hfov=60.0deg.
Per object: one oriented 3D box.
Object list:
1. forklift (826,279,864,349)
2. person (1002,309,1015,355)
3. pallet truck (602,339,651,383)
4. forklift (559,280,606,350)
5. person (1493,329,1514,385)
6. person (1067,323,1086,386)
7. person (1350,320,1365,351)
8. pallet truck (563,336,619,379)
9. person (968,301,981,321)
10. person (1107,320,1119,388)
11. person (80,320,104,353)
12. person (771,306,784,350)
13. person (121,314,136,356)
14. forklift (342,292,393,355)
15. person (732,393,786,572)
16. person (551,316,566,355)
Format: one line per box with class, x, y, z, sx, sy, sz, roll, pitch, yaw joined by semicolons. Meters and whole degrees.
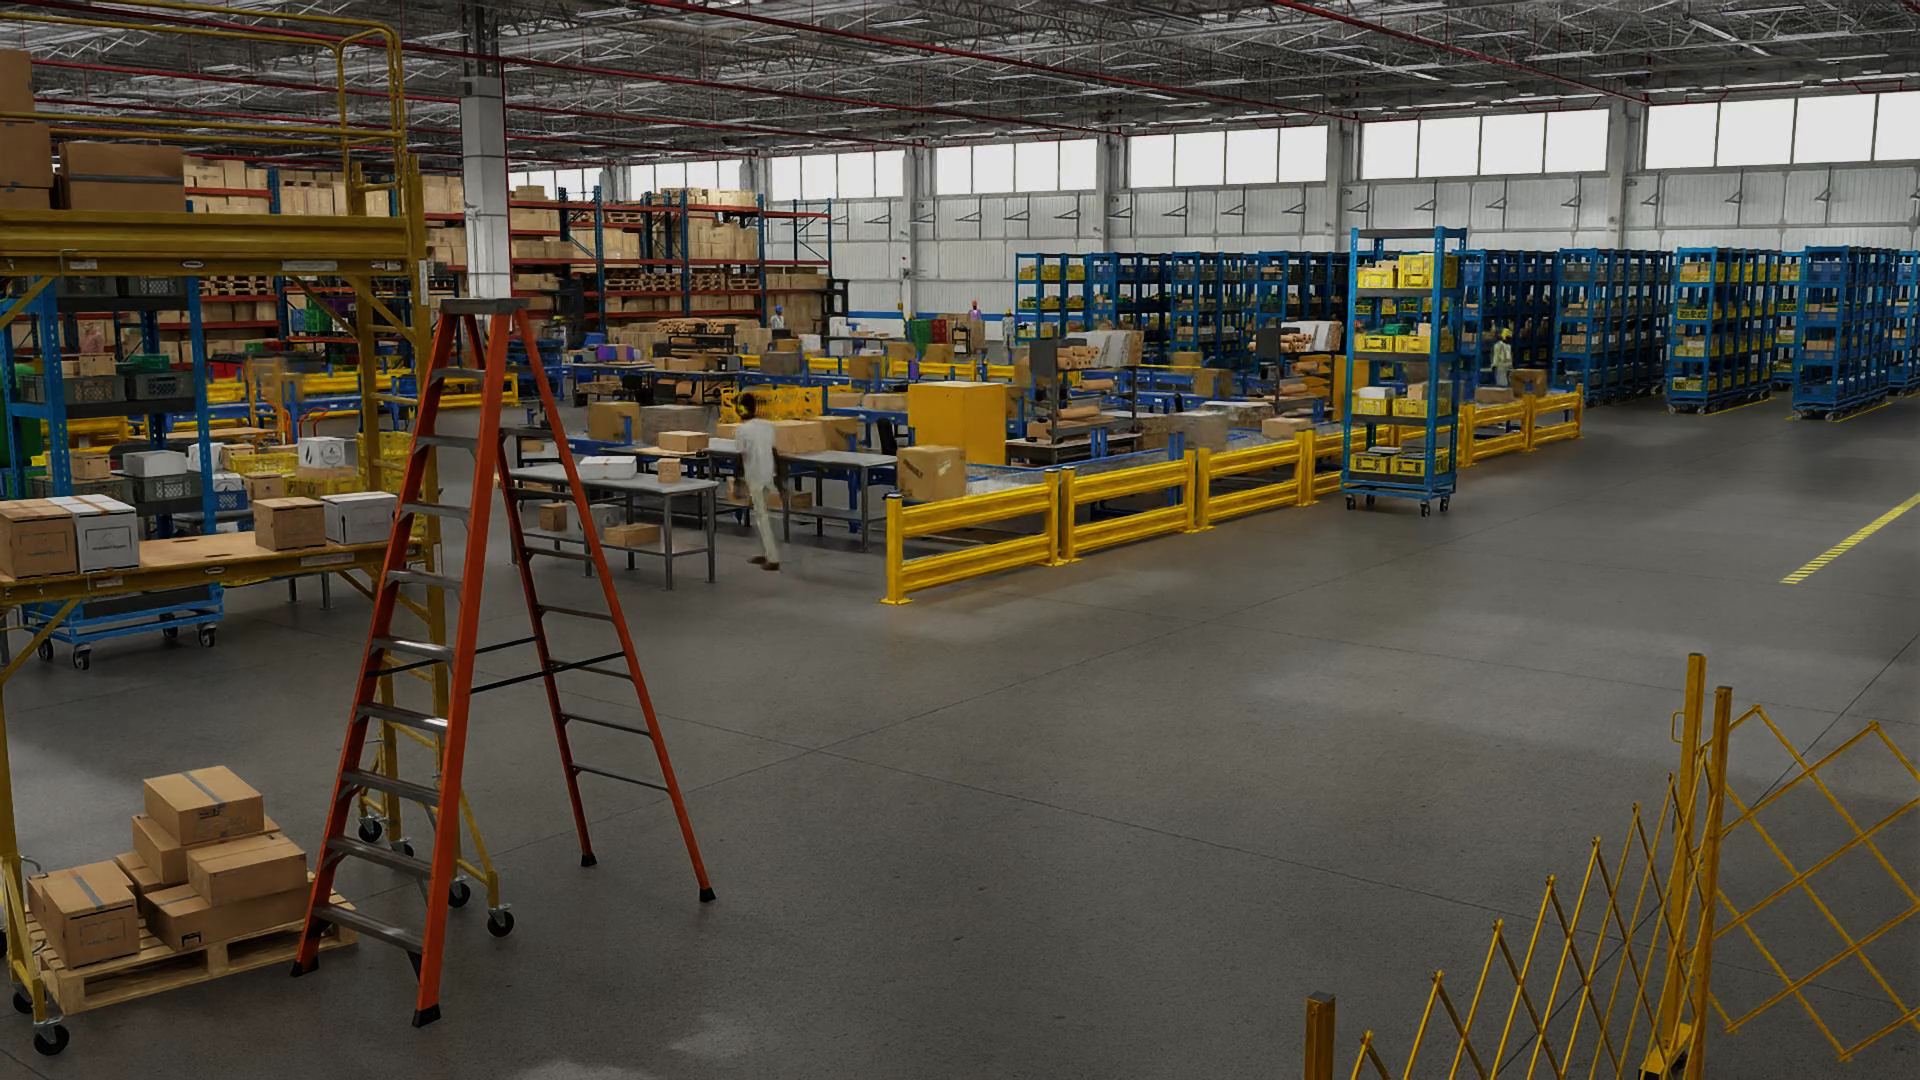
forklift;-4.738;-8.787;64.876;1.129;2.768;1.873;7;11;37
person;1.812;-7.737;61.893;0.485;1.734;0.346;-1;9;-8
pallet truck;-8.991;-4.871;45.351;0.653;1.274;1.630;7;11;37
forklift;-12.476;-6.999;53.716;1.129;2.768;1.873;7;11;37
person;12.340;-3.864;37.552;0.917;1.781;0.614;8;12;40
person;2.954;-4.649;42.465;0.613;1.804;0.751;-2;9;-14
person;9.277;-4.195;39.143;0.651;1.933;1.040;-8;12;-41
pallet truck;-10.690;-5.294;48.215;1.601;1.201;0.680;-5;10;-26
person;0.603;-8.703;67.281;0.553;1.935;0.364;-2;9;-14
person;3.855;-4.714;42.673;0.645;1.845;1.012;-5;11;-31
person;-21.265;-4.427;40.695;0.652;1.906;0.403;3;10;20
person;-6.157;-6.954;56.327;0.395;1.949;0.602;6;11;32
person;-25.466;-6.052;51.112;0.570;1.820;0.815;7;12;39
forklift;-16.485;-5.622;45.120;1.129;2.768;1.873;7;11;37
person;-2.117;-0.589;16.987;0.782;1.823;0.556;8;12;40
person;-11.939;-5.778;49.513;0.597;1.793;0.921;6;11;33
